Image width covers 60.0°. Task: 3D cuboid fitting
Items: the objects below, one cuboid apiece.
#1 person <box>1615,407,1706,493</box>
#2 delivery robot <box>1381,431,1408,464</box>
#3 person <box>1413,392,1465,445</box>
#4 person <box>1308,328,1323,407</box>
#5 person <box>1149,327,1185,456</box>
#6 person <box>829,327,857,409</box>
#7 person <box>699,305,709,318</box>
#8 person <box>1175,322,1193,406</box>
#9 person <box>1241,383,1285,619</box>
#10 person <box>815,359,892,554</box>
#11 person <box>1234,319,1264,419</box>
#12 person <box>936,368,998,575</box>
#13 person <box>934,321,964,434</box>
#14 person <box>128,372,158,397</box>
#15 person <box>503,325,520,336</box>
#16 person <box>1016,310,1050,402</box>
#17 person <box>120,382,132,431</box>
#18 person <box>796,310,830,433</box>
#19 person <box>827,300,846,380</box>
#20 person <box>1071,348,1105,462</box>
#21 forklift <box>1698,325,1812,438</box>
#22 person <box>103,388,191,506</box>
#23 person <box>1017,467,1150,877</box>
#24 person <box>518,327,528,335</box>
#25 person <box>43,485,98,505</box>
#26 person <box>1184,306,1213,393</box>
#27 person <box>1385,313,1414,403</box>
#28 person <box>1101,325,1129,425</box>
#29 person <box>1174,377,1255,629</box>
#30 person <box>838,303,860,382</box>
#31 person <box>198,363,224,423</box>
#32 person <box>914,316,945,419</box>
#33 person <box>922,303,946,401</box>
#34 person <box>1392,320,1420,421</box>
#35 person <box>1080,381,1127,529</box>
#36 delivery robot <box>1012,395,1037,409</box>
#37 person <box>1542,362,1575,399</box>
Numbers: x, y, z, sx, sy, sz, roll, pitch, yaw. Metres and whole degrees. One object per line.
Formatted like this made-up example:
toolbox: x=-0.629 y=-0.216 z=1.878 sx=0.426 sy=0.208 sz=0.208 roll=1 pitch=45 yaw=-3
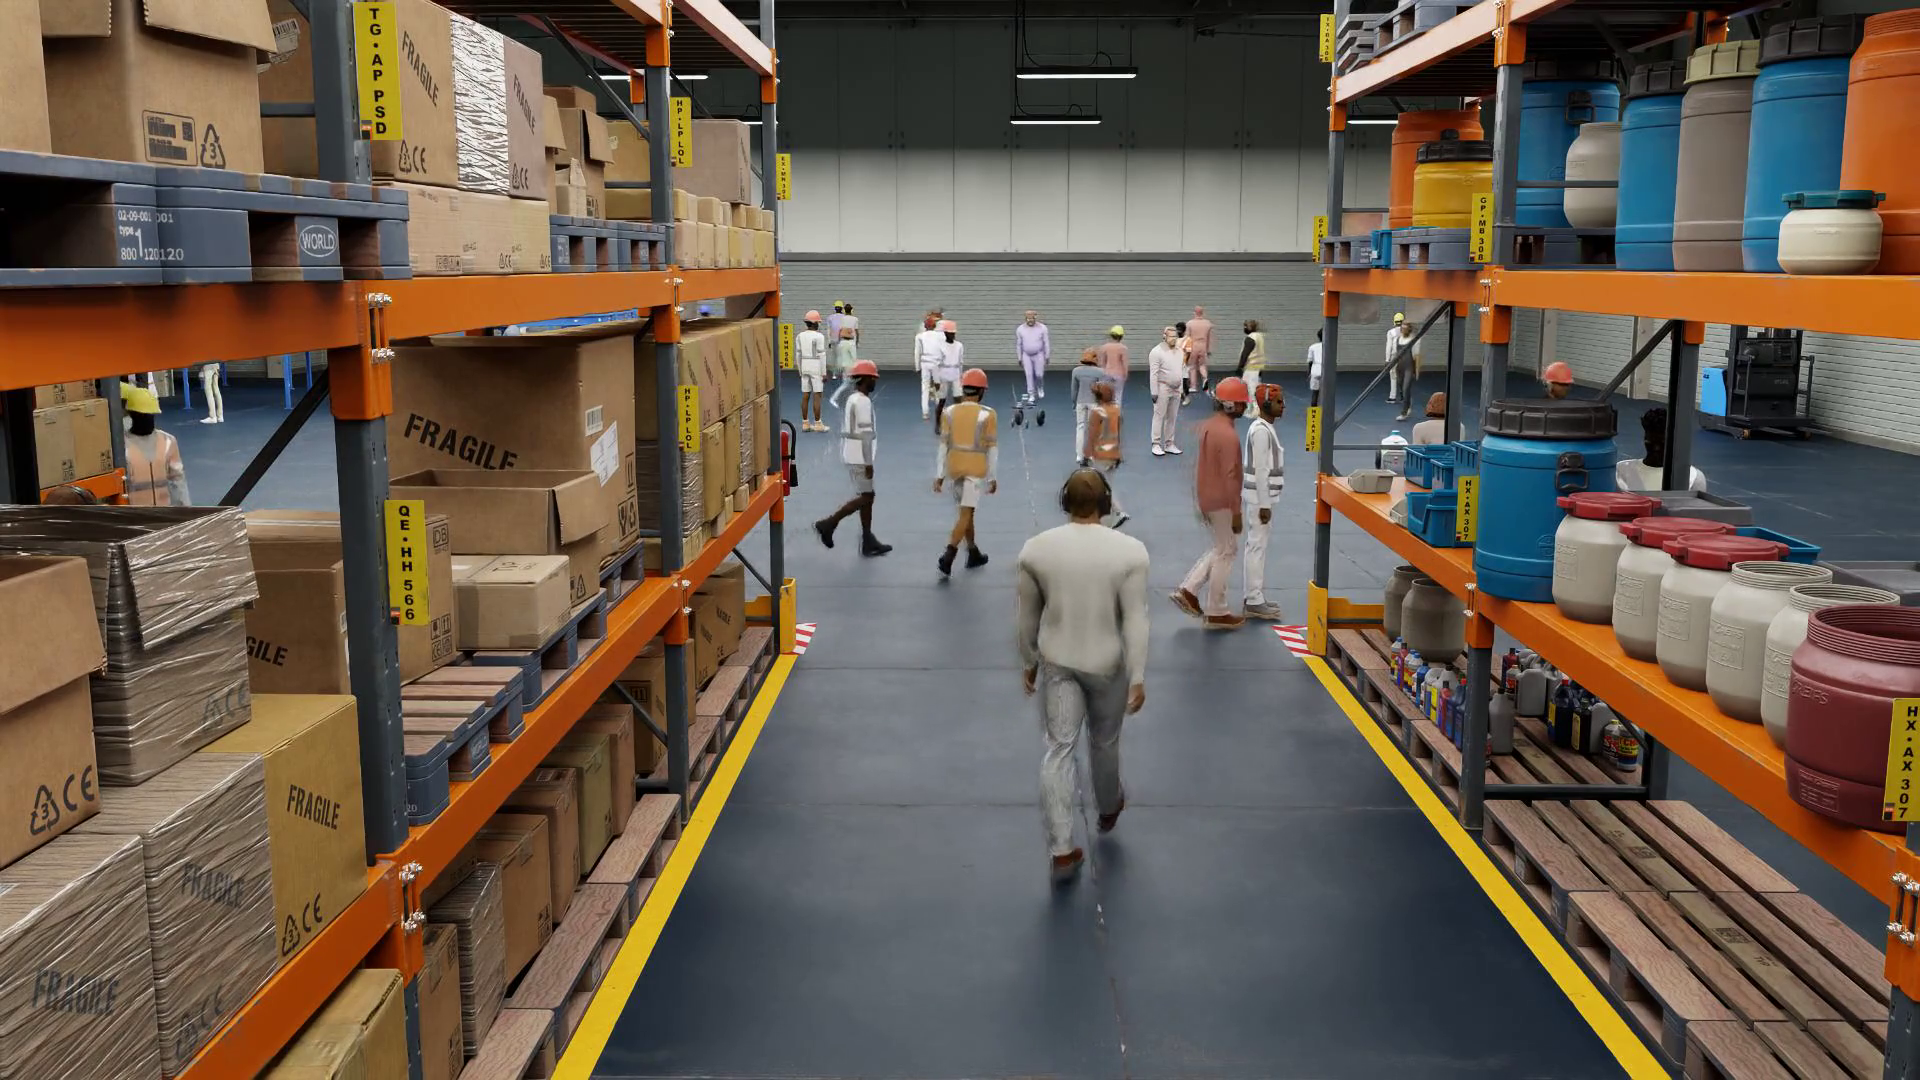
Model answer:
person: x=4.307 y=0.145 z=10.406 sx=0.603 sy=1.963 sz=0.368 roll=4 pitch=10 yaw=25
delivery robot: x=5.985 y=-1.260 z=22.884 sx=0.477 sy=0.478 sz=0.707 roll=2 pitch=10 yaw=11
person: x=4.520 y=-0.585 z=15.769 sx=0.500 sy=1.633 sz=0.284 roll=0 pitch=9 yaw=0
person: x=6.509 y=-2.971 z=29.865 sx=0.540 sy=1.695 sz=0.317 roll=6 pitch=11 yaw=34
person: x=3.106 y=-2.217 z=24.733 sx=0.651 sy=1.904 sz=0.402 roll=-7 pitch=12 yaw=-37
person: x=-2.234 y=-3.384 z=32.629 sx=0.797 sy=1.606 sz=0.504 roll=-5 pitch=11 yaw=-29
person: x=-5.671 y=-4.293 z=37.134 sx=0.598 sy=1.919 sz=0.933 roll=-9 pitch=13 yaw=-42
person: x=4.428 y=-3.494 z=33.084 sx=0.546 sy=1.677 sz=0.470 roll=8 pitch=12 yaw=40
person: x=2.456 y=-0.325 z=13.467 sx=0.361 sy=1.883 sz=0.574 roll=2 pitch=10 yaw=11
person: x=-1.042 y=-0.802 z=16.246 sx=0.679 sy=1.912 sz=0.582 roll=-2 pitch=10 yaw=-12
person: x=5.272 y=-3.148 z=30.600 sx=0.716 sy=1.814 sz=0.622 roll=4 pitch=10 yaw=21
person: x=0.033 y=-0.634 z=15.332 sx=0.571 sy=1.889 sz=0.974 roll=5 pitch=11 yaw=28
person: x=-0.169 y=-2.679 z=27.560 sx=0.563 sy=1.893 sz=0.904 roll=-5 pitch=11 yaw=-26
person: x=-11.325 y=-1.943 z=23.048 sx=0.392 sy=1.920 sz=0.587 roll=-5 pitch=11 yaw=-26
person: x=-8.529 y=-3.389 z=31.652 sx=0.372 sy=1.941 sz=0.627 roll=-1 pitch=10 yaw=-7
person: x=1.501 y=-3.771 z=34.128 sx=0.691 sy=1.875 sz=0.566 roll=2 pitch=10 yaw=10
person: x=-7.792 y=-0.638 z=15.734 sx=0.620 sy=1.749 sz=0.533 roll=-8 pitch=12 yaw=-39
person: x=-2.478 y=-2.843 z=28.065 sx=0.605 sy=2.045 sz=0.380 roll=7 pitch=12 yaw=36
person: x=-2.949 y=-4.878 z=40.604 sx=0.587 sy=1.927 sz=0.365 roll=1 pitch=10 yaw=7
person: x=1.842 y=-1.934 z=23.848 sx=0.507 sy=1.632 sz=0.264 roll=4 pitch=10 yaw=22
forklift: x=13.248 y=-3.165 z=27.620 sx=1.129 sy=2.768 sz=1.873 roll=0 pitch=9 yaw=1
person: x=-6.139 y=-0.205 z=12.713 sx=0.844 sy=1.889 sz=0.600 roll=6 pitch=11 yaw=32
person: x=0.597 y=0.587 z=7.983 sx=0.652 sy=1.882 sz=1.040 roll=3 pitch=10 yaw=15
person: x=-11.276 y=-5.026 z=42.442 sx=0.772 sy=1.612 sz=0.523 roll=8 pitch=12 yaw=39
person: x=-4.067 y=0.654 z=7.736 sx=0.622 sy=1.840 sz=0.430 roll=-2 pitch=10 yaw=-14
person: x=5.213 y=-4.187 z=36.569 sx=0.649 sy=1.891 sz=0.479 roll=-4 pitch=10 yaw=-20
person: x=8.922 y=-3.698 z=33.844 sx=0.587 sy=1.825 sz=0.404 roll=-2 pitch=10 yaw=-12
person: x=2.707 y=-2.887 z=29.186 sx=0.538 sy=1.754 sz=0.446 roll=6 pitch=11 yaw=32
person: x=2.023 y=-0.280 z=12.916 sx=0.470 sy=1.974 sz=0.630 roll=-2 pitch=10 yaw=-10
person: x=-2.660 y=-4.715 z=39.794 sx=0.518 sy=1.874 sz=0.329 roll=0 pitch=9 yaw=0
person: x=-13.428 y=-3.028 z=29.736 sx=0.323 sy=1.865 sz=0.516 roll=2 pitch=10 yaw=10
person: x=-0.535 y=-3.157 z=30.508 sx=0.608 sy=1.868 sz=0.515 roll=1 pitch=10 yaw=8
person: x=-0.444 y=-3.866 z=34.332 sx=0.705 sy=2.000 sz=0.538 roll=9 pitch=13 yaw=42
person: x=8.142 y=-3.101 z=30.303 sx=0.519 sy=1.826 sz=0.744 roll=8 pitch=12 yaw=38
person: x=1.498 y=-0.861 z=17.461 sx=0.364 sy=1.624 sz=0.513 roll=6 pitch=11 yaw=31
delivery robot: x=1.140 y=-2.434 z=29.137 sx=0.335 sy=0.223 sz=0.698 roll=4 pitch=11 yaw=24
person: x=5.437 y=-0.687 z=15.451 sx=0.633 sy=1.955 sz=0.999 roll=-2 pitch=10 yaw=-13
